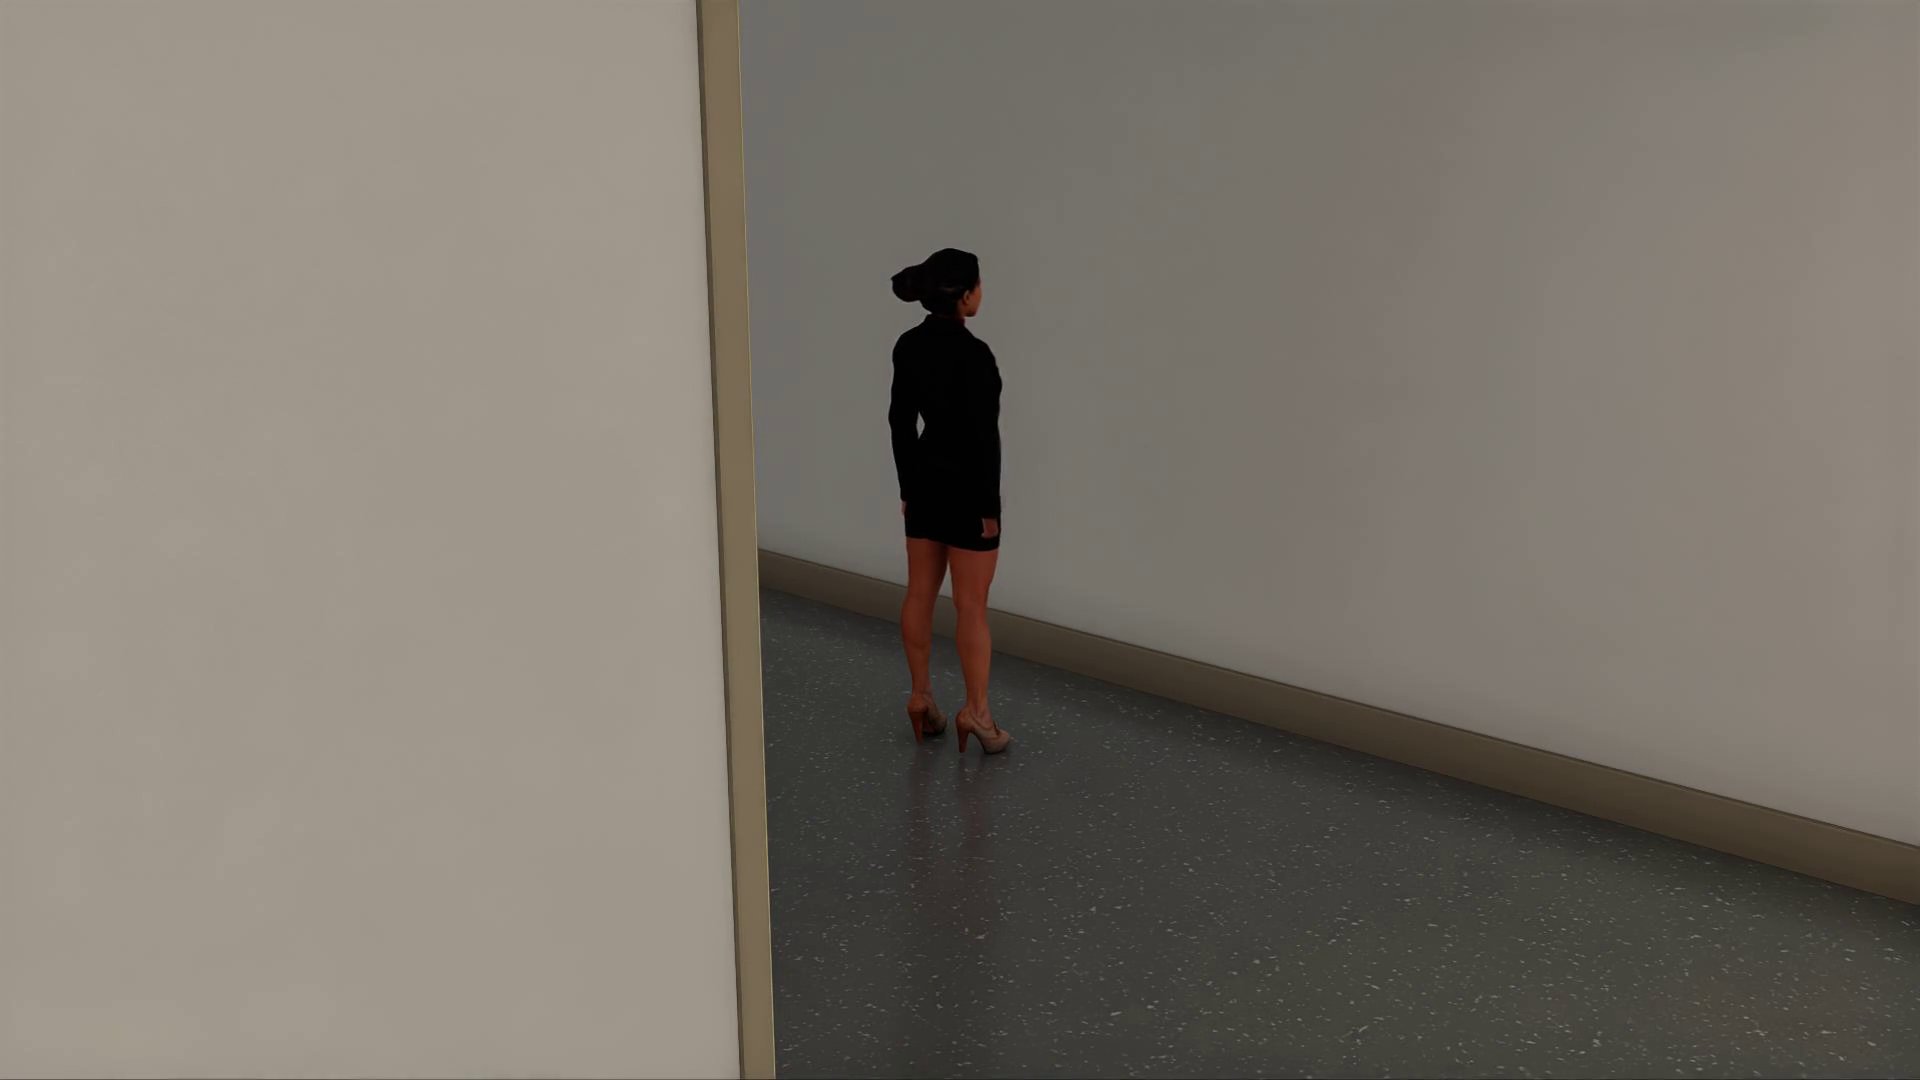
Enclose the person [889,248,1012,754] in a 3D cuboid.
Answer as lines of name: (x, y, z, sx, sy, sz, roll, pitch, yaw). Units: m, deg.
person: (-0.024, -0.113, 5.352, 0.550, 1.639, 0.598, 14, 21, 40)
